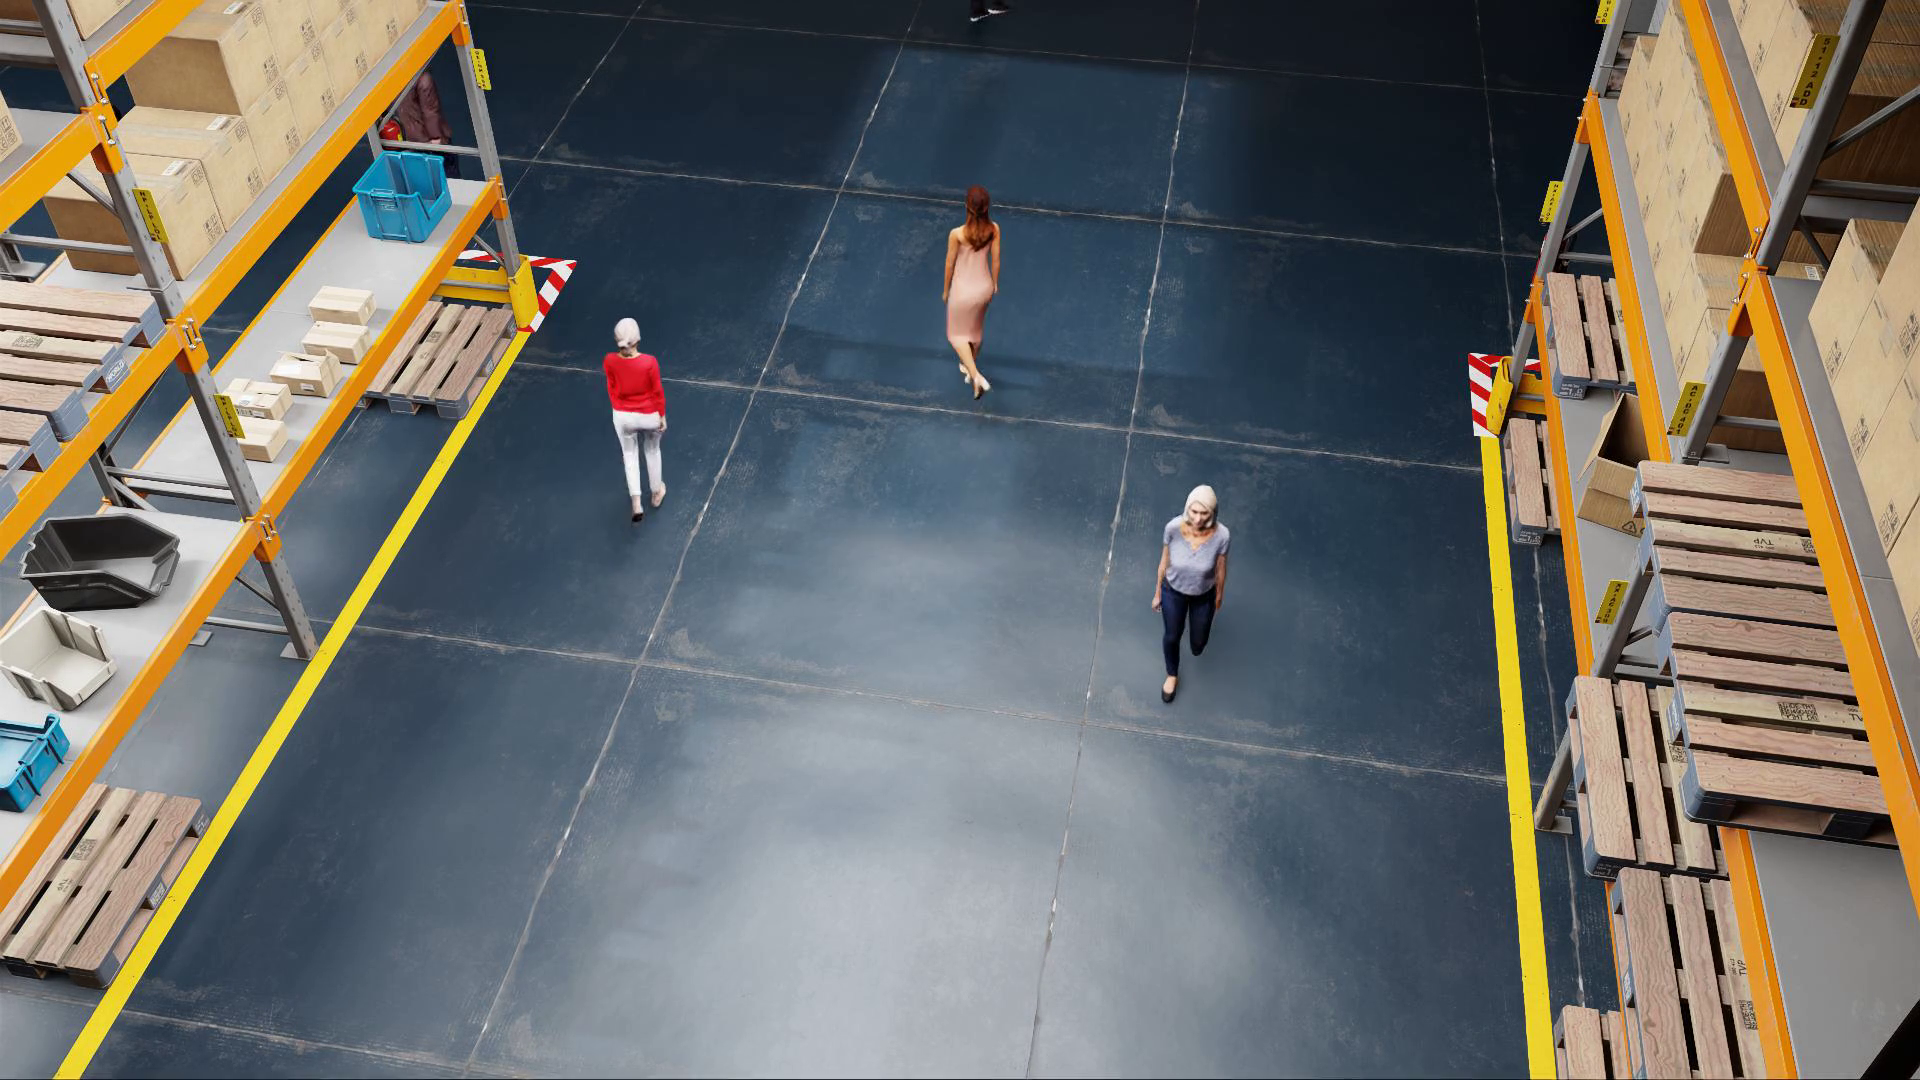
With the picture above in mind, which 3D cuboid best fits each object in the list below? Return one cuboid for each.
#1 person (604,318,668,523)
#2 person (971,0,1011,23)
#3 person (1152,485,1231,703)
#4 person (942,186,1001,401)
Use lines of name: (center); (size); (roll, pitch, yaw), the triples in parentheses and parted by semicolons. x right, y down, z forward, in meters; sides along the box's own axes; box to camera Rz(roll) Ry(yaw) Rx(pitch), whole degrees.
person: (-2.264, -0.796, 11.644); (0.664, 1.682, 0.892); (-2, 44, -2)
person: (0.222, -6.234, 17.319); (0.860, 1.728, 0.797); (-30, 51, -28)
person: (1.456, 0.265, 10.509); (0.629, 1.712, 0.806); (11, 45, 12)
person: (0.104, -1.837, 12.639); (0.871, 1.817, 1.001); (-15, 46, -16)
